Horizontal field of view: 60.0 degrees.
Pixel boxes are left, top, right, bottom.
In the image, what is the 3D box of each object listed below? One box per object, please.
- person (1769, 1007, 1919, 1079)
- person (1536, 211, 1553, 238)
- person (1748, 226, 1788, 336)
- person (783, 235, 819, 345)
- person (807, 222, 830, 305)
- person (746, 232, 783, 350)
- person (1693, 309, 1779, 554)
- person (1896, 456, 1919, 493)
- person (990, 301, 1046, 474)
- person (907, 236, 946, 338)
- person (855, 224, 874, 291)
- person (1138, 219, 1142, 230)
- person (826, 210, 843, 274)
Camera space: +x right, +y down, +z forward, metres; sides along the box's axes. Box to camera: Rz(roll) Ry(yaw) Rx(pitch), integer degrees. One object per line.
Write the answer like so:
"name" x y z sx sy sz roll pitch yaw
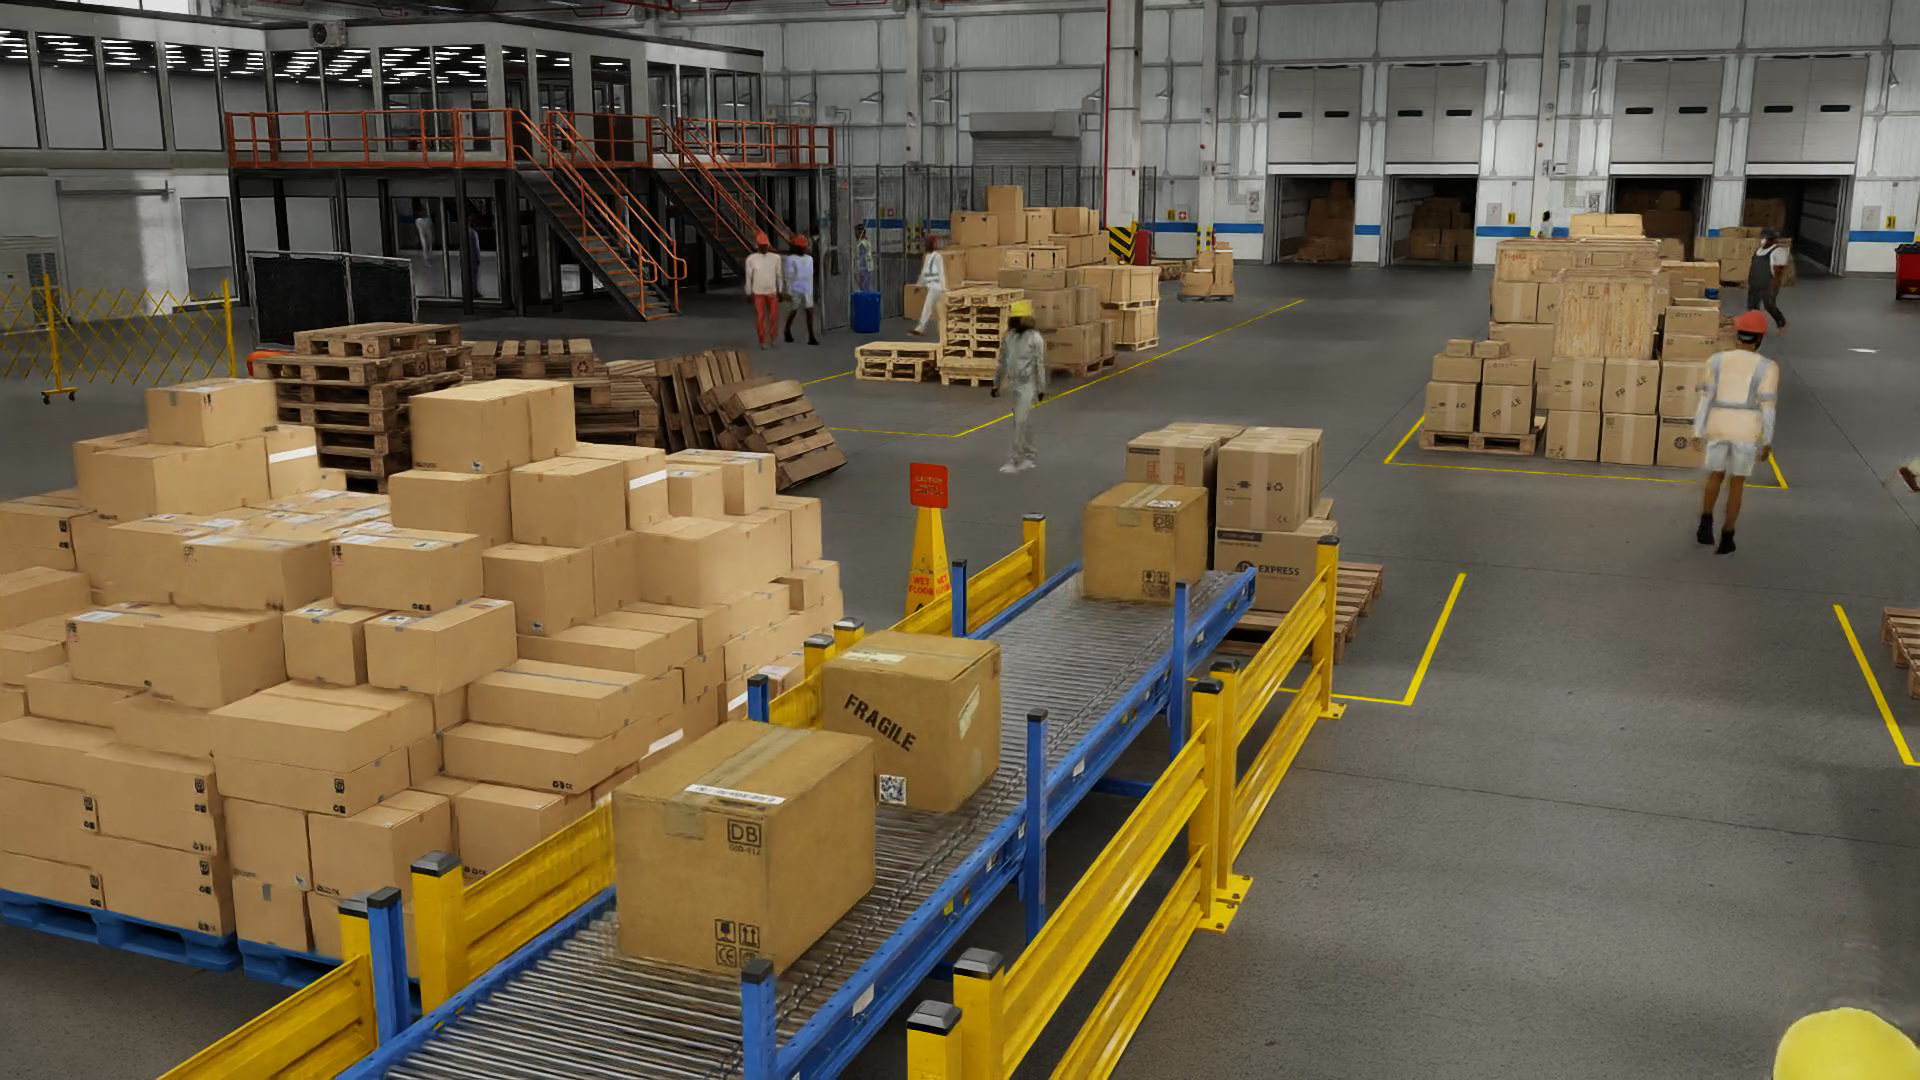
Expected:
"person" 1.271 1.576 2.534 0.627 1.804 0.738 7 14 27
"person" 16.445 -8.356 47.029 0.842 1.825 0.563 11 17 42
"person" 14.509 -4.630 29.854 0.796 2.000 0.683 -5 14 -22
"person" -2.802 -4.359 28.981 0.552 1.904 0.940 -7 15 -30
"person" -3.171 -6.195 37.329 0.509 1.847 0.349 4 13 19
"person" -3.266 -4.160 27.917 0.626 1.967 0.638 -4 13 -16
"person" 6.126 -0.851 13.152 0.595 1.927 0.449 11 17 41
"person" 9.300 -1.309 15.441 0.889 1.842 0.536 6 14 24
"person" 0.541 -1.514 16.632 0.493 1.711 0.827 11 17 42
"person" -0.492 -4.587 30.146 0.973 1.837 0.581 -4 13 -18
"person" -1.955 -5.478 33.958 0.397 1.911 0.587 1 13 4
"person" 5.294 -9.300 51.099 0.635 1.910 0.786 4 13 16
"person" -3.663 -8.703 48.497 0.471 1.871 0.593 5 13 20
